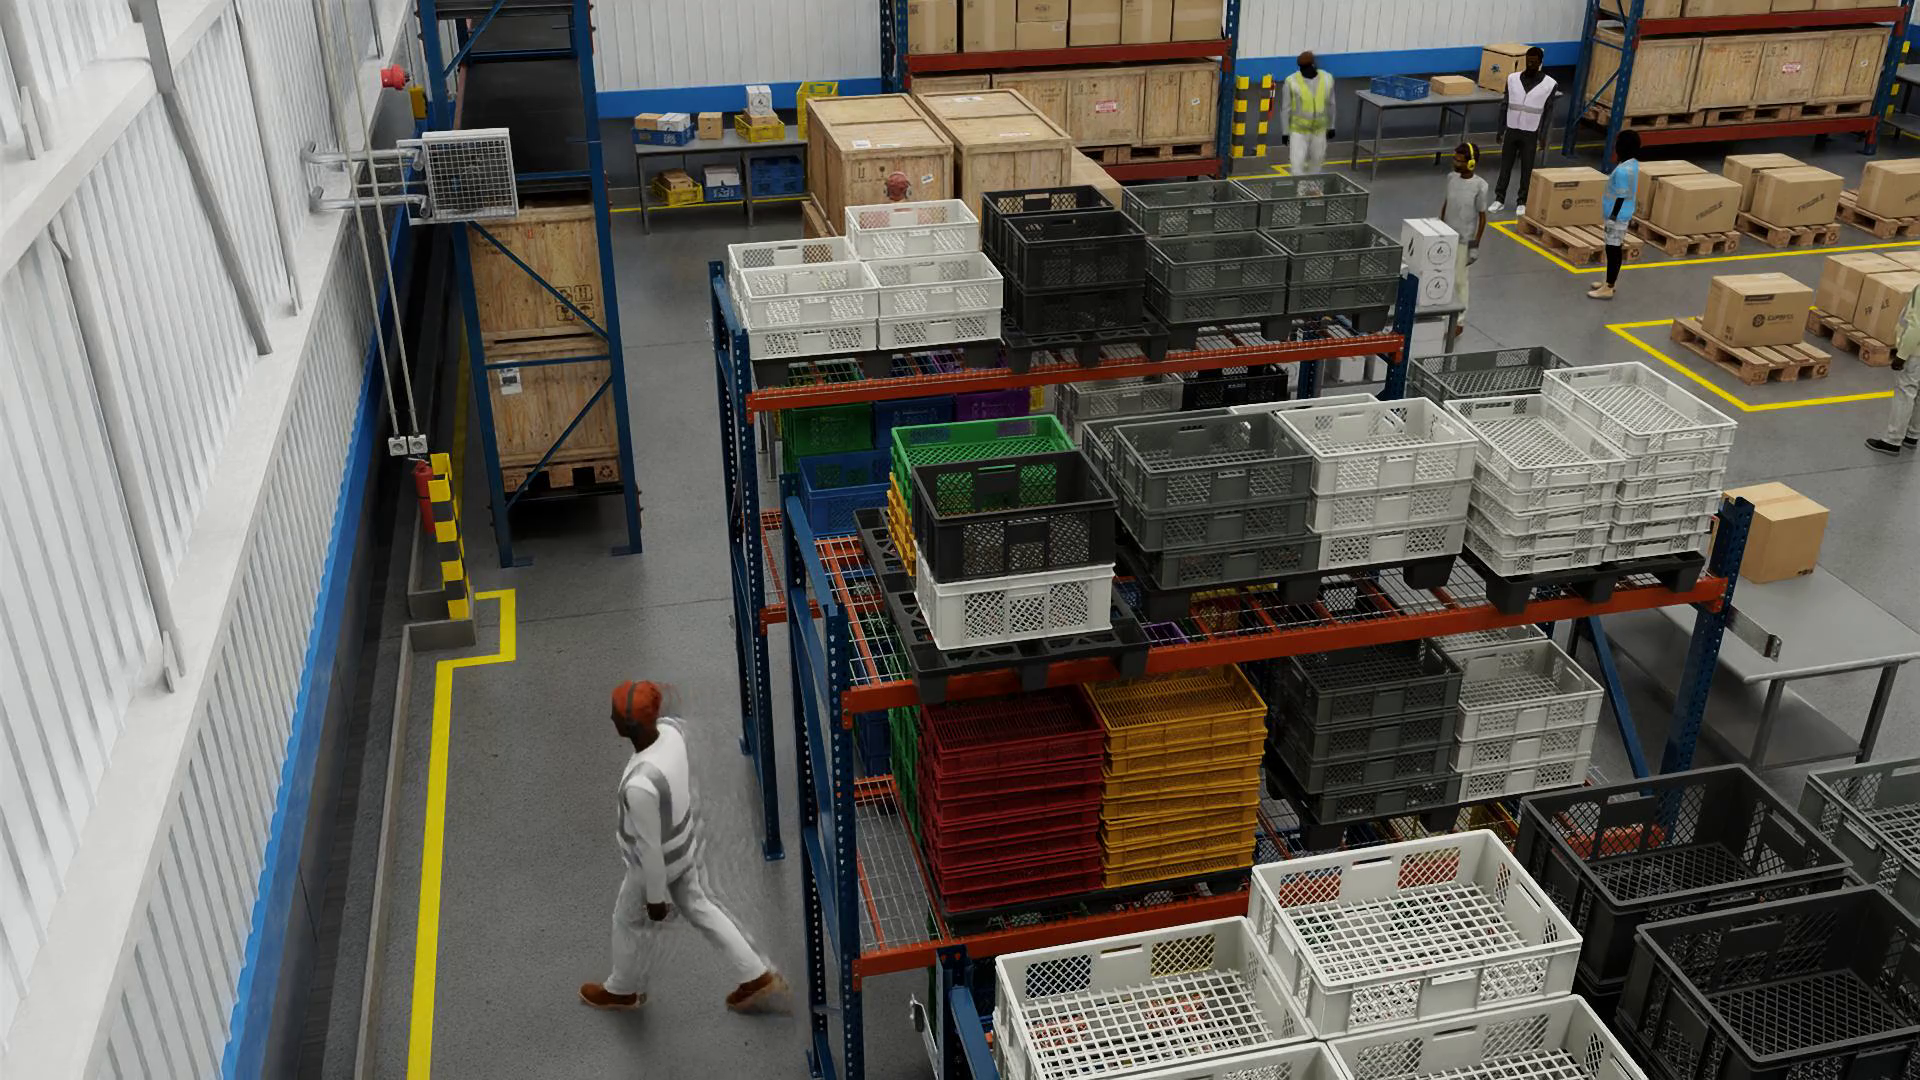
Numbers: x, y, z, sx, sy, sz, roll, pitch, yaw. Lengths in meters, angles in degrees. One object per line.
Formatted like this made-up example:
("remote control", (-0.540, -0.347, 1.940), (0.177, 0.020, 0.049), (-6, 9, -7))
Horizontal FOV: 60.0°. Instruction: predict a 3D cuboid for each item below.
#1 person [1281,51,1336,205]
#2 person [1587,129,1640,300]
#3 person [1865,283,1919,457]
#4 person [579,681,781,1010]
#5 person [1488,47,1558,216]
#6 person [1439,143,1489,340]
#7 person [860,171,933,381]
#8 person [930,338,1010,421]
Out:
("person", (4.127, -4.861, 19.621), (0.759, 1.803, 0.535), (-4, 28, -7))
("person", (6.585, -3.264, 16.687), (0.317, 1.697, 0.540), (14, 31, 25))
("person", (7.698, -1.567, 13.329), (0.600, 1.828, 0.404), (-16, 32, -27))
("person", (-1.327, 1.433, 7.628), (0.958, 1.848, 0.588), (4, 28, 8))
("person", (6.514, -4.732, 19.240), (0.593, 1.920, 0.392), (15, 31, 27))
("person", (4.682, -2.812, 15.657), (0.330, 1.866, 0.512), (-16, 32, -28))
("person", (-0.541, -2.296, 14.648), (0.644, 1.899, 0.396), (0, 28, 1))
("person", (0.090, -0.971, 12.084), (0.632, 1.940, 0.372), (13, 30, 23))
